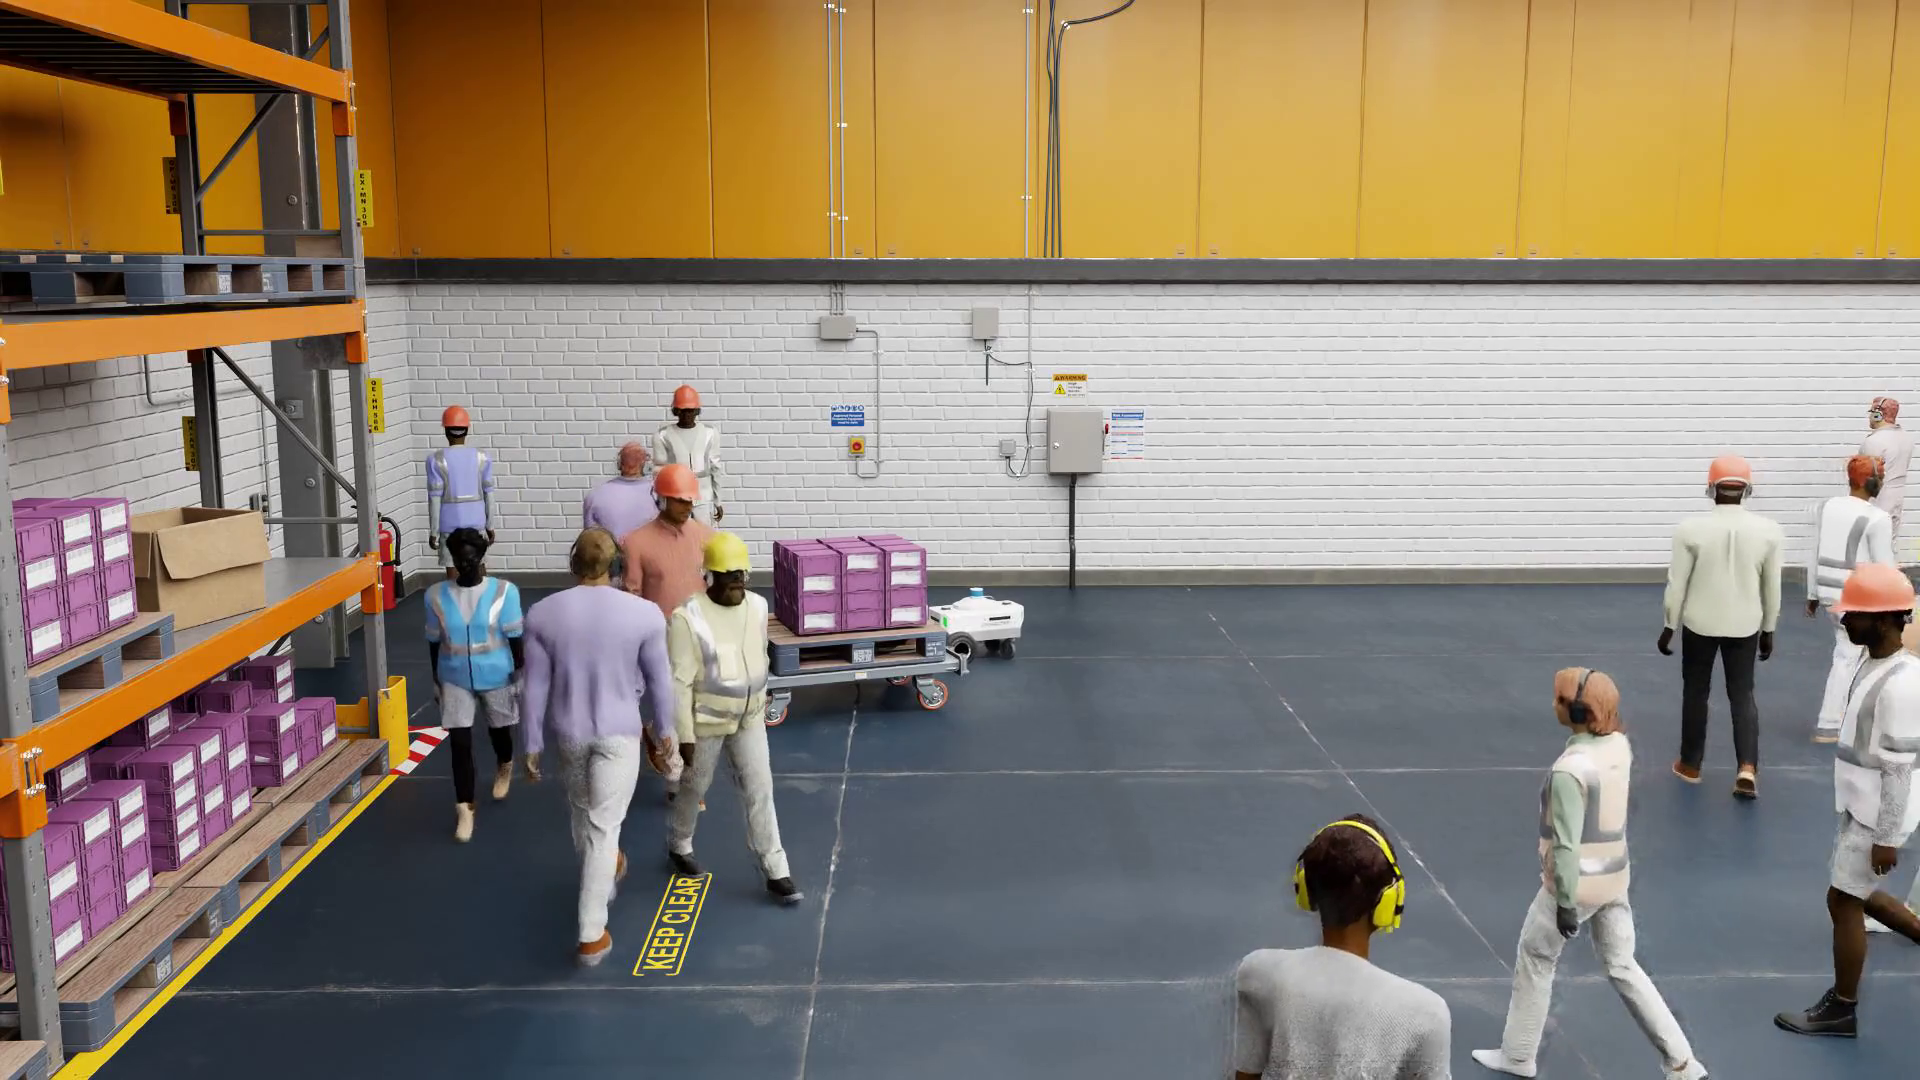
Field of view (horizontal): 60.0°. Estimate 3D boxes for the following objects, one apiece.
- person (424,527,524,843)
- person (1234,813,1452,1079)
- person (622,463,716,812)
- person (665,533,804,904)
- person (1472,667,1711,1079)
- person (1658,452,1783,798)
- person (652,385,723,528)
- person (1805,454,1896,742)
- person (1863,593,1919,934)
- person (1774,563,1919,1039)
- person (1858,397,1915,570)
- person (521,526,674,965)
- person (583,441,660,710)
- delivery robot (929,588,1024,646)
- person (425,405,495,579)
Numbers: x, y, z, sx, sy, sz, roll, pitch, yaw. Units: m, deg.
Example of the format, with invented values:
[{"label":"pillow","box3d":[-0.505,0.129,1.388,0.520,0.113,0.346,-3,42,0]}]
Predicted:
[{"label":"person","box3d":[-2.626,0.734,9.082,0.536,1.673,0.775,-1,9,-8]},{"label":"person","box3d":[0.928,1.515,3.793,0.527,1.830,0.909,9,13,44]},{"label":"person","box3d":[-1.667,0.524,9.438,0.633,1.968,0.716,-8,12,-42]},{"label":"person","box3d":[-1.150,0.841,8.072,0.618,1.782,0.941,-8,12,-42]},{"label":"person","box3d":[2.326,1.257,6.032,0.506,1.611,0.788,-8,12,-41]},{"label":"person","box3d":[4.409,0.489,9.649,0.635,2.003,0.571,2,9,11]},{"label":"person","box3d":[-2.375,-0.345,14.582,0.611,2.032,0.411,-3,10,-20]},{"label":"person","box3d":[5.756,0.379,10.643,0.580,1.859,0.600,-2,9,-13]},{"label":"person","box3d":[4.307,0.891,7.399,0.627,1.887,0.635,0,9,0]},{"label":"person","box3d":[3.648,1.038,6.480,0.678,1.915,0.545,3,10,18]},{"label":"person","box3d":[8.136,-0.315,14.767,0.643,1.910,0.400,-6,11,-33]},{"label":"person","box3d":[-1.621,0.873,7.554,0.647,1.876,1.042,1,9,3]},{"label":"person","box3d":[-2.211,0.276,11.213,0.664,1.885,0.434,-1,9,-8]},{"label":"delivery robot","box3d":[0.131,0.616,12.907,0.707,0.478,0.477,-4,10,-23]},{"label":"person","box3d":[-4.061,-0.128,13.526,0.552,1.934,0.373,-6,11,-33]}]
